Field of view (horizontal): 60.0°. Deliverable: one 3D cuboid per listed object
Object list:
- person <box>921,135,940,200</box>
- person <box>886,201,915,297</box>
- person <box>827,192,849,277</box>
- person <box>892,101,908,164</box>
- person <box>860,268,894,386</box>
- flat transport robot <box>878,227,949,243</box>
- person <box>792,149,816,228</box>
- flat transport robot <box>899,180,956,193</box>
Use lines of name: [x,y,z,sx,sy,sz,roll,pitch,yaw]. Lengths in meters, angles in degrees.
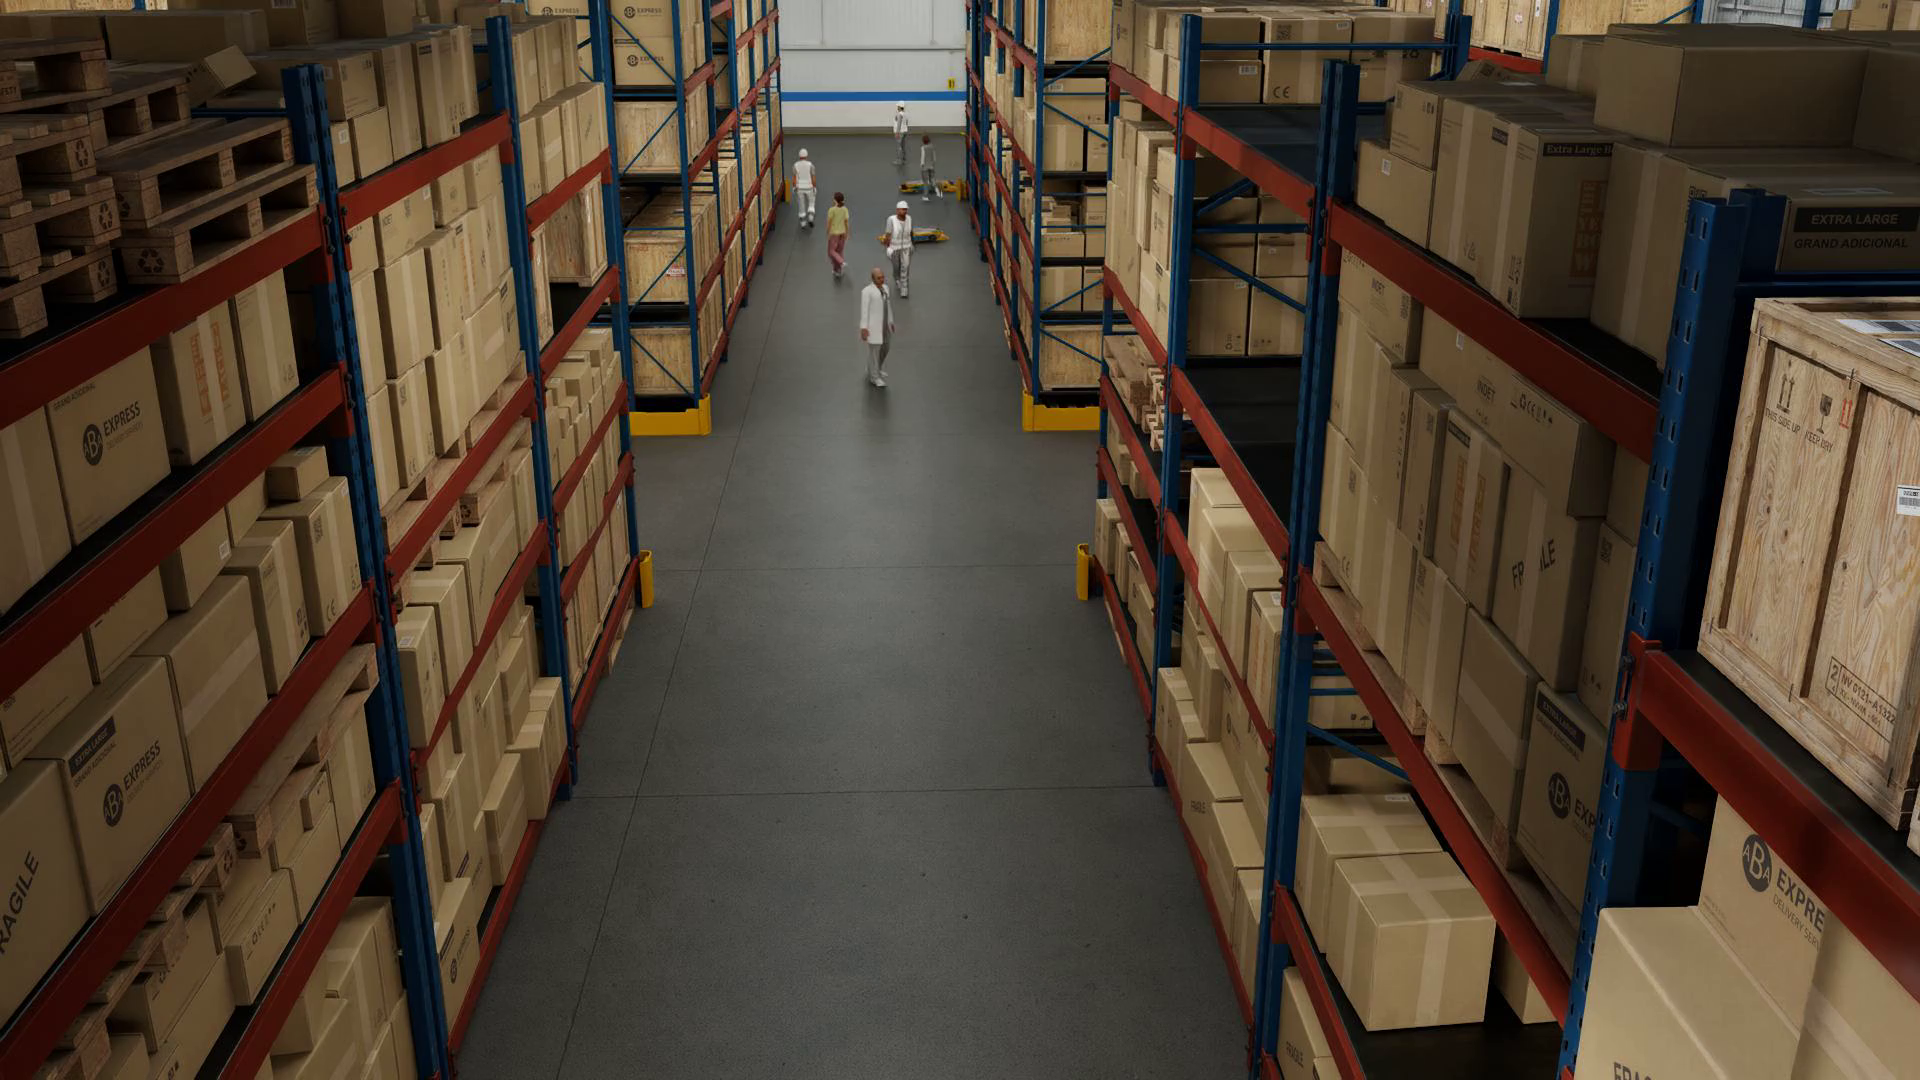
person: [-0.758,-9.300,41.633,0.446,1.605,0.561,-11,23,-26]
person: [-1.124,-5.503,31.257,0.583,1.751,0.955,-4,21,-11]
person: [-2.399,-5.989,32.672,0.454,1.660,0.748,-13,24,-31]
person: [-1.736,-11.779,48.052,0.389,1.774,0.529,9,22,23]
person: [-1.303,-3.244,25.173,0.597,1.762,0.696,15,25,35]
flat transport robot: [-1.026,-6.680,36.625,1.431,0.255,0.659,-10,23,-26]
person: [-3.546,-8.011,37.889,0.556,1.795,0.440,0,20,0]
flat transport robot: [-0.847,-9.217,43.406,1.431,0.243,0.659,-2,21,-6]
